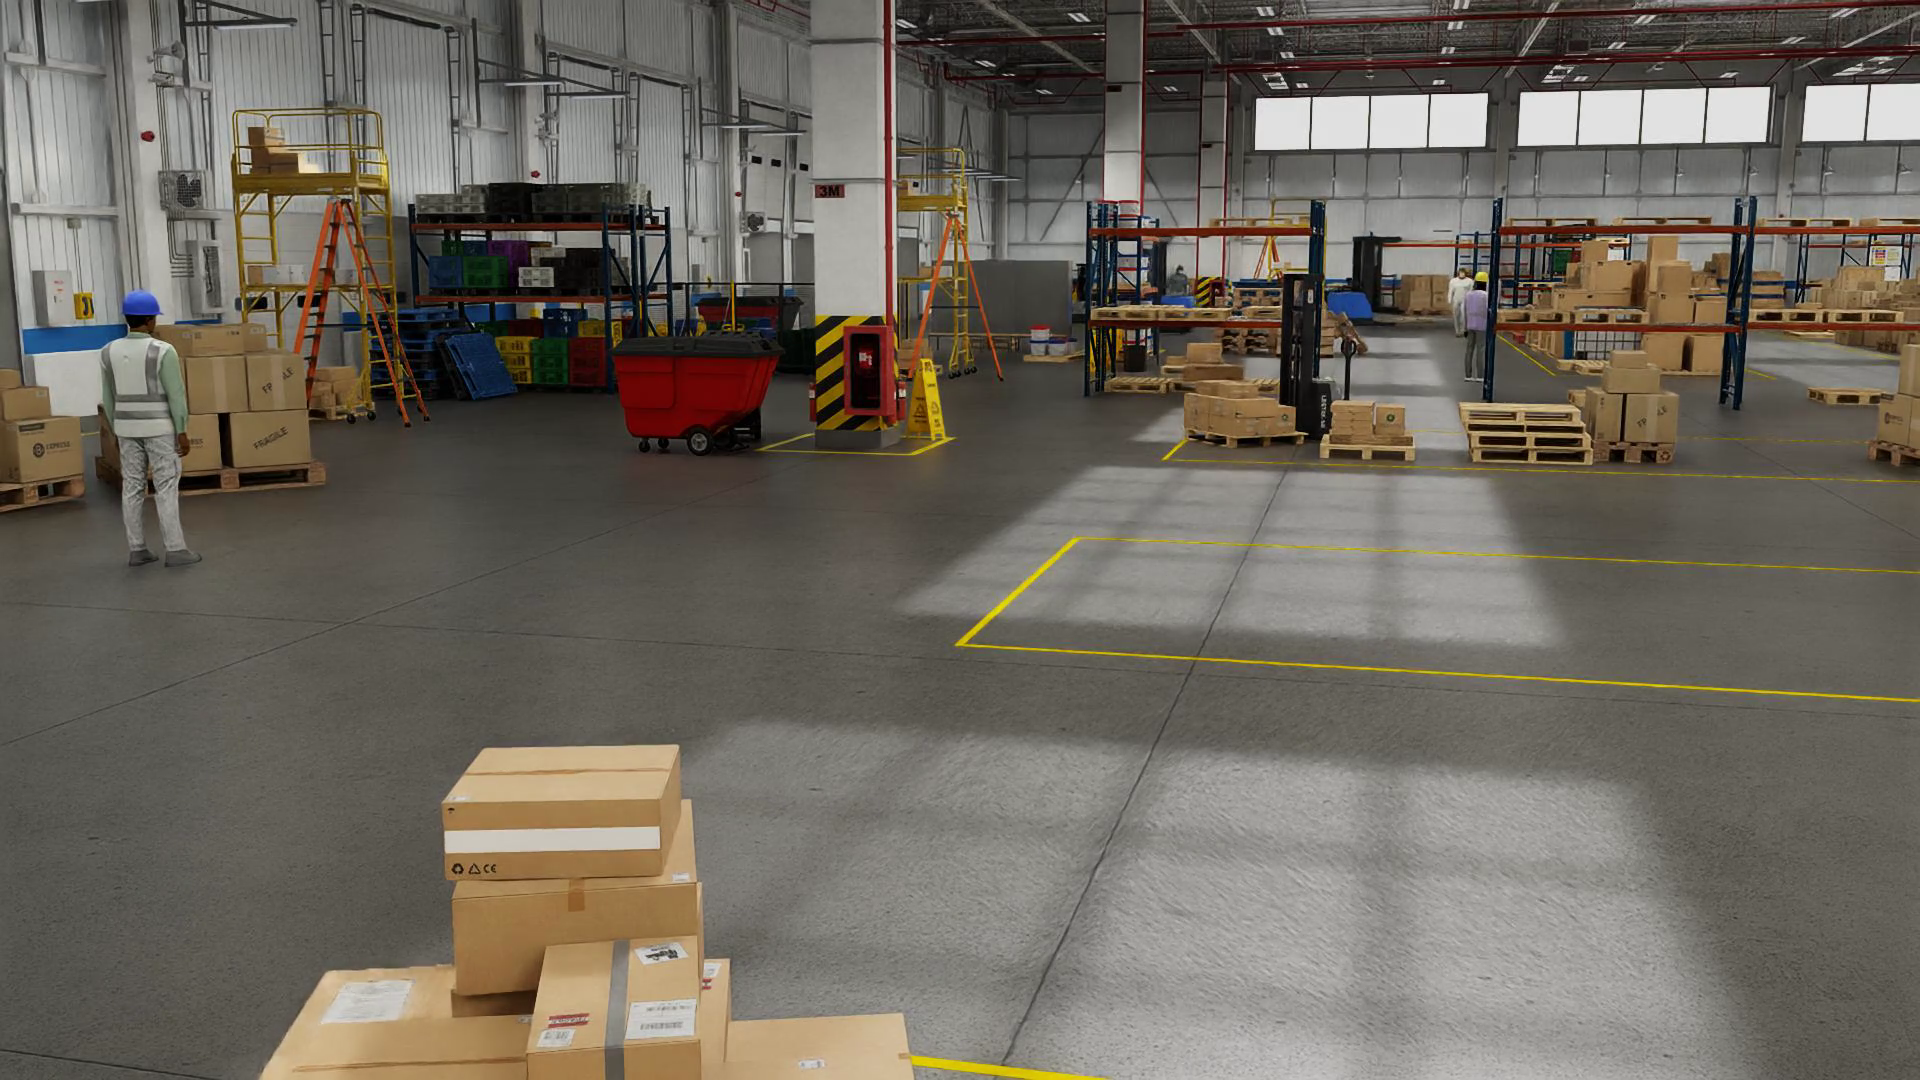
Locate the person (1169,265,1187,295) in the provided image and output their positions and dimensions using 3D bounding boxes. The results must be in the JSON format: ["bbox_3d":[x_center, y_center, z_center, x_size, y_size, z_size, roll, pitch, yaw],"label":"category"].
[{"bbox_3d":[7.528,-8.521,57.413,0.663,1.918,0.486,-2,10,-11],"label":"person"}]

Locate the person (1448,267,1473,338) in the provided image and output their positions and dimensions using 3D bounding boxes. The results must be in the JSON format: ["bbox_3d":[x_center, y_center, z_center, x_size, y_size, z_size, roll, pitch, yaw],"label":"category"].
[{"bbox_3d":[13.552,-6.426,45.118,0.628,1.896,0.908,4,11,24],"label":"person"}]

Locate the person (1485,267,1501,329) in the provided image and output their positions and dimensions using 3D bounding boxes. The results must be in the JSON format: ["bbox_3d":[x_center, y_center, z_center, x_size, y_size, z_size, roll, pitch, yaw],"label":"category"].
[{"bbox_3d":[14.839,-6.670,46.529,0.558,1.915,0.746,3,10,15],"label":"person"}]

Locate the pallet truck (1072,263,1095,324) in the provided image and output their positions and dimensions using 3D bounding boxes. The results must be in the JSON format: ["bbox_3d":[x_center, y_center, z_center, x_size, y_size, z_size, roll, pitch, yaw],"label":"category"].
[{"bbox_3d":[4.325,-8.180,55.162,0.823,1.965,1.885,6,11,31],"label":"pallet truck"}]

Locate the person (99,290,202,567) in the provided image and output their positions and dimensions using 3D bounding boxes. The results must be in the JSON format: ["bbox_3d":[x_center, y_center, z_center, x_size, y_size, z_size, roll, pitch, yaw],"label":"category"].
[{"bbox_3d":[-5.705,-0.773,11.698,0.605,1.948,0.391,2,10,9],"label":"person"}]

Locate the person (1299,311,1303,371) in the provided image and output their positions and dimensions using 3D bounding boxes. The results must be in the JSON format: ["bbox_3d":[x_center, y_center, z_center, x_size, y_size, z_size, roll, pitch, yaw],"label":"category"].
[{"bbox_3d":[6.743,-4.106,31.938,0.484,1.739,0.319,-8,13,-40],"label":"person"}]

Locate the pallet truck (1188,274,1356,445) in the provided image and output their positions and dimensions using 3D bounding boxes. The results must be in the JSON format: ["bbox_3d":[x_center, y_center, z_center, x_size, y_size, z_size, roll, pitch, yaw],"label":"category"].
[{"bbox_3d":[3.653,-2.138,19.590,1.885,1.965,0.823,-4,10,-20],"label":"pallet truck"}]

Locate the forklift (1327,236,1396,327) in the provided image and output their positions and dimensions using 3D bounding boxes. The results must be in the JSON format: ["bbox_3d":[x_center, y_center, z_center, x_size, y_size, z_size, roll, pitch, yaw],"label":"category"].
[{"bbox_3d":[12.486,-8.034,51.710,1.873,2.768,1.129,-2,10,-14],"label":"forklift"}]

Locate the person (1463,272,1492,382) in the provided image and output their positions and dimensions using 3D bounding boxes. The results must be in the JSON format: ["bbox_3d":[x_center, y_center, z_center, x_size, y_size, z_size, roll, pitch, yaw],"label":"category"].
[{"bbox_3d":[9.078,-3.726,29.141,0.379,1.928,0.585,-6,12,-34],"label":"person"}]

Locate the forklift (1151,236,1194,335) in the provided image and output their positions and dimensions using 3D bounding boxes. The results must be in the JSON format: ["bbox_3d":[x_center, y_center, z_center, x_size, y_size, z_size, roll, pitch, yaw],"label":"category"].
[{"bbox_3d":[5.634,-7.224,46.935,1.873,2.768,1.129,2,10,14],"label":"forklift"}]
